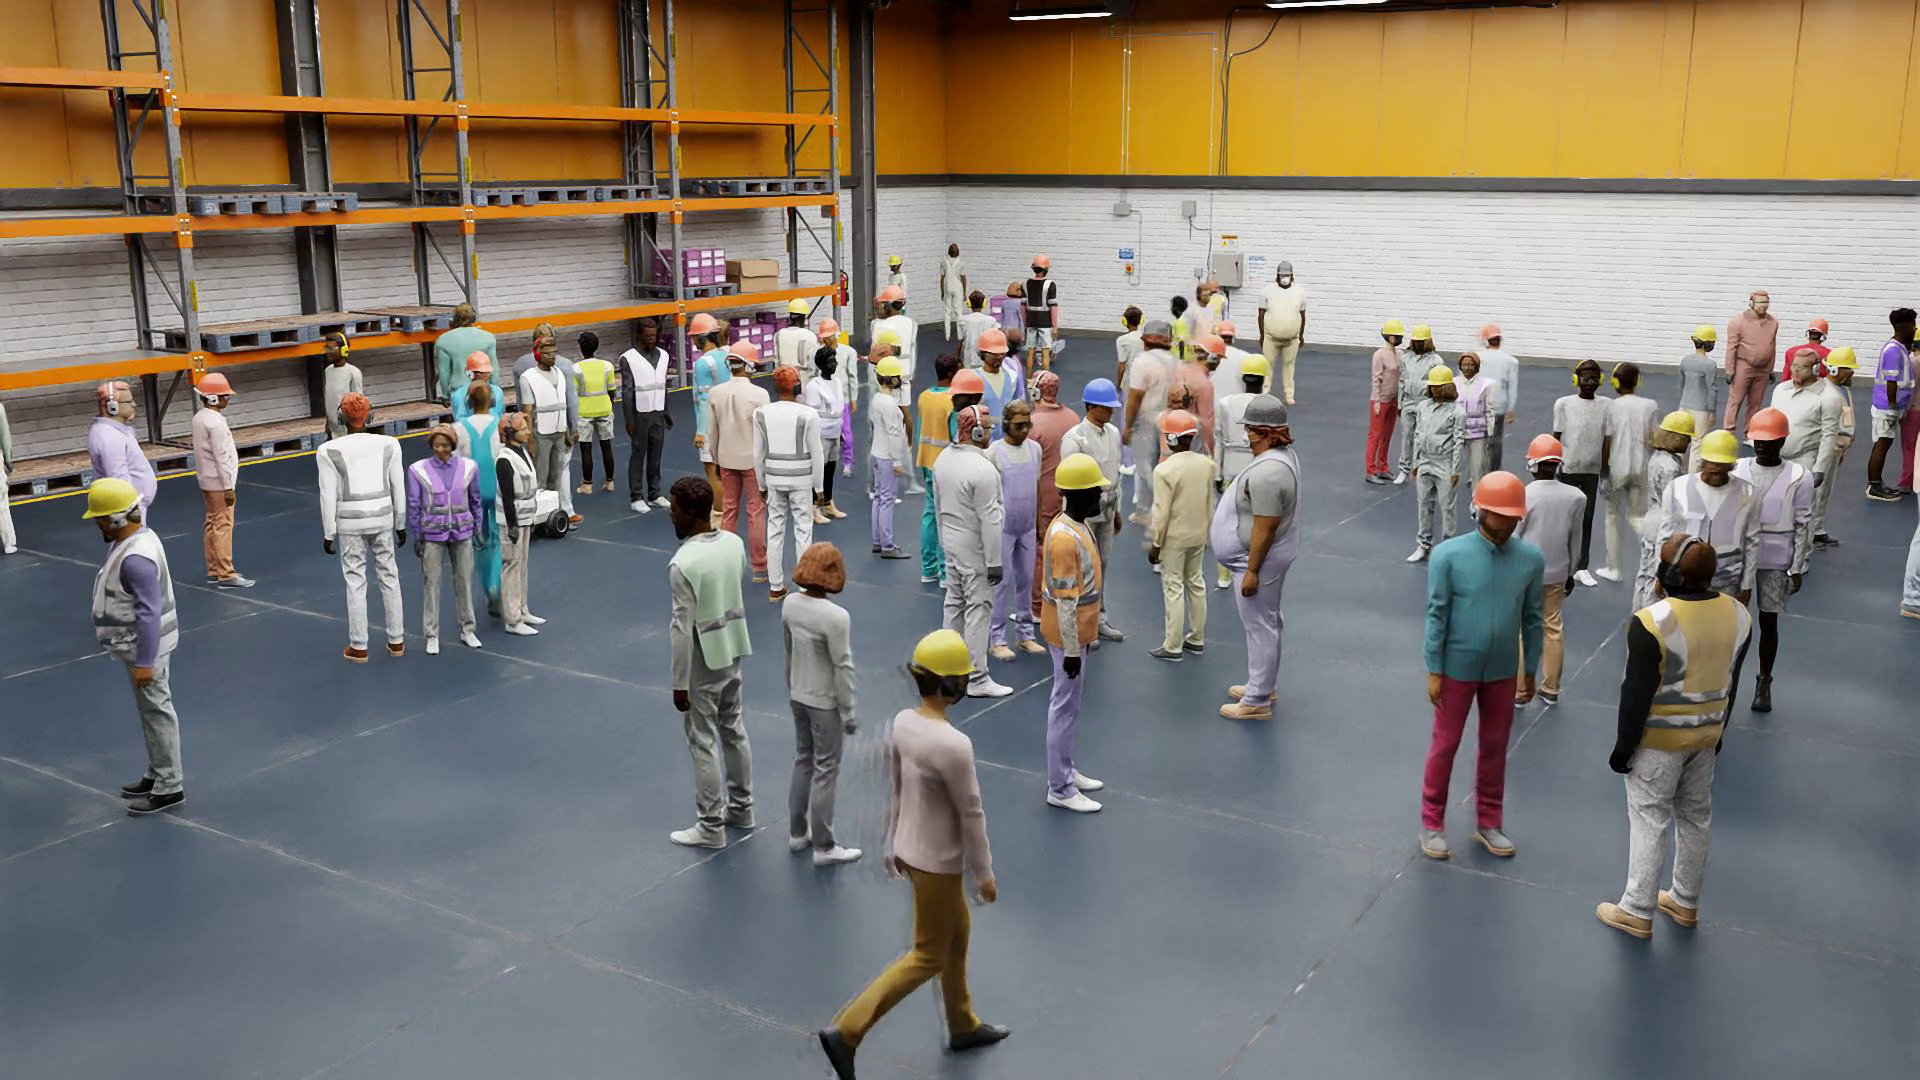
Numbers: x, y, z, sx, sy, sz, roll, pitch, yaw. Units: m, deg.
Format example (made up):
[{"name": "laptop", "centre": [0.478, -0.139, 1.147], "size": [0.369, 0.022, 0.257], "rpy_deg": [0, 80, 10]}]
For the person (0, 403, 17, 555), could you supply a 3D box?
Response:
[{"name": "person", "centre": [-8.544, -0.650, 14.506], "size": [0.523, 1.640, 0.306], "rpy_deg": [-10, 16, -37]}]

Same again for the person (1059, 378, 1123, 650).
[{"name": "person", "centre": [0.953, -0.191, 11.859], "size": [0.417, 1.940, 0.607], "rpy_deg": [11, 17, 41]}]

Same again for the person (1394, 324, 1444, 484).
[{"name": "person", "centre": [4.869, -1.425, 17.669], "size": [0.484, 1.736, 0.342], "rpy_deg": [9, 16, 35]}]

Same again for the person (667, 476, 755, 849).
[{"name": "person", "centre": [-1.261, 0.619, 8.416], "size": [0.384, 1.910, 0.596], "rpy_deg": [6, 14, 24]}]

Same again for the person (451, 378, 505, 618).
[{"name": "person", "centre": [-3.600, -0.314, 12.677], "size": [0.515, 1.822, 0.800], "rpy_deg": [-2, 13, -8]}]

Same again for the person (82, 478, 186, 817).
[{"name": "person", "centre": [-4.380, 0.560, 8.862], "size": [0.404, 1.821, 0.588], "rpy_deg": [-7, 15, -27]}]

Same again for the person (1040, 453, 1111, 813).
[{"name": "person", "centre": [0.614, 0.488, 8.933], "size": [0.361, 1.930, 0.588], "rpy_deg": [2, 13, 7]}]

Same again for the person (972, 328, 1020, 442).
[{"name": "person", "centre": [0.276, -0.802, 14.279], "size": [0.615, 2.041, 0.392], "rpy_deg": [-8, 15, -31]}]

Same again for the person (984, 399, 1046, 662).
[{"name": "person", "centre": [0.373, -0.071, 11.568], "size": [0.511, 1.838, 0.351], "rpy_deg": [-9, 16, -35]}]

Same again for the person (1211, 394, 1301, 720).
[{"name": "person", "centre": [1.834, 0.096, 10.390], "size": [0.538, 2.000, 0.683], "rpy_deg": [4, 14, 18]}]

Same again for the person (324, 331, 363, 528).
[{"name": "person", "centre": [-5.778, -1.015, 15.572], "size": [0.513, 1.877, 0.328], "rpy_deg": [8, 15, 31]}]

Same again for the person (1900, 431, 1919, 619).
[{"name": "person", "centre": [7.434, -0.396, 12.615], "size": [0.383, 1.995, 0.622], "rpy_deg": [8, 15, 32]}]

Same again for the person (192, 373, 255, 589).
[{"name": "person", "centre": [-6.016, -0.487, 13.550], "size": [0.343, 1.749, 0.573], "rpy_deg": [-11, 17, -38]}]

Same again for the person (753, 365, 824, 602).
[{"name": "person", "centre": [-1.327, -0.430, 13.019], "size": [0.574, 1.883, 0.356], "rpy_deg": [4, 13, 16]}]

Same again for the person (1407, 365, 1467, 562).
[{"name": "person", "centre": [4.072, -0.631, 14.221], "size": [0.335, 1.734, 0.482], "rpy_deg": [-10, 16, -36]}]

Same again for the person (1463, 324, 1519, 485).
[{"name": "person", "centre": [5.656, -1.452, 17.846], "size": [0.602, 1.722, 0.799], "rpy_deg": [3, 13, 14]}]

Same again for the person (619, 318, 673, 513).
[{"name": "person", "centre": [-3.106, -1.245, 16.477], "size": [0.371, 1.915, 0.597], "rpy_deg": [9, 16, 35]}]

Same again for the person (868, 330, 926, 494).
[{"name": "person", "centre": [-0.670, -1.286, 17.086], "size": [0.715, 1.718, 0.503], "rpy_deg": [9, 16, 35]}]

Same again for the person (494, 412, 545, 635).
[{"name": "person", "centre": [-3.257, -0.128, 12.237], "size": [0.312, 1.642, 0.512], "rpy_deg": [0, 13, -1]}]

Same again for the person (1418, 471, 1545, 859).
[{"name": "person", "centre": [2.587, 0.627, 8.226], "size": [0.608, 1.985, 0.414], "rpy_deg": [-1, 13, -6]}]

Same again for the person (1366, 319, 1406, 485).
[{"name": "person", "centre": [4.594, -1.487, 17.856], "size": [0.523, 1.769, 0.322], "rpy_deg": [-12, 18, -42]}]

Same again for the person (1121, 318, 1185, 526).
[{"name": "person", "centre": [1.888, -1.090, 15.532], "size": [0.830, 2.000, 0.722], "rpy_deg": [13, 18, 43]}]

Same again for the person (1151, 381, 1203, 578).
[{"name": "person", "centre": [1.808, -0.500, 13.856], "size": [0.310, 1.638, 0.523], "rpy_deg": [-11, 17, -40]}]

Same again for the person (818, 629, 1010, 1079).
[{"name": "person", "centre": [-0.173, 1.201, 6.272], "size": [0.781, 1.735, 0.530], "rpy_deg": [-6, 14, -24]}]

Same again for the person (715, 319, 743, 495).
[{"name": "person", "centre": [-2.426, -1.336, 17.031], "size": [0.345, 1.846, 0.508], "rpy_deg": [6, 14, 23]}]

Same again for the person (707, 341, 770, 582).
[{"name": "person", "centre": [-1.773, -0.643, 13.710], "size": [0.608, 1.987, 0.393], "rpy_deg": [6, 14, 25]}]

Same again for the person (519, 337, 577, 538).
[{"name": "person", "centre": [-3.830, -0.959, 15.398], "size": [0.373, 1.840, 0.571], "rpy_deg": [6, 14, 24]}]

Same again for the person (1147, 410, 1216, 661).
[{"name": "person", "centre": [1.516, -0.033, 11.578], "size": [0.563, 1.752, 0.341], "rpy_deg": [-10, 17, -38]}]

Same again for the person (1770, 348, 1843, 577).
[{"name": "person", "centre": [6.983, -0.655, 13.942], "size": [0.411, 1.909, 0.643], "rpy_deg": [-7, 15, -27]}]

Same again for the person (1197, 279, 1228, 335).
[{"name": "person", "centre": [3.846, -3.170, 25.434], "size": [0.515, 1.640, 0.315], "rpy_deg": [-3, 13, -12]}]

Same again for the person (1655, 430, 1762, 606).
[{"name": "person", "centre": [4.649, 0.209, 10.380], "size": [0.595, 1.824, 0.403], "rpy_deg": [5, 14, 22]}]

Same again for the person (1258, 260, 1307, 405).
[{"name": "person", "centre": [4.545, -2.915, 23.451], "size": [0.673, 2.000, 0.536], "rpy_deg": [0, 13, 2]}]

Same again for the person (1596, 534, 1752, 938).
[{"name": "person", "centre": [3.175, 0.873, 7.450], "size": [0.627, 1.847, 0.429], "rpy_deg": [-5, 14, -21]}]

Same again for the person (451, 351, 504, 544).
[{"name": "person", "centre": [-4.309, -0.836, 15.060], "size": [0.330, 1.751, 0.565], "rpy_deg": [8, 15, 31]}]

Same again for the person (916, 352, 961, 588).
[{"name": "person", "centre": [-0.143, -0.571, 13.550], "size": [0.389, 1.918, 0.590], "rpy_deg": [-9, 16, -33]}]

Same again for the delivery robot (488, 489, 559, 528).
[{"name": "delivery robot", "centre": [-3.981, -0.295, 15.134], "size": [0.477, 0.478, 0.707], "rpy_deg": [6, 14, 24]}]

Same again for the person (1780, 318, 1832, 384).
[{"name": "person", "centre": [9.289, -1.555, 18.213], "size": [0.574, 1.740, 0.348], "rpy_deg": [9, 16, 34]}]

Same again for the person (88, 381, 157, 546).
[{"name": "person", "centre": [-5.950, -0.184, 11.898], "size": [0.409, 1.907, 0.650], "rpy_deg": [-8, 15, -30]}]

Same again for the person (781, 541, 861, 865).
[{"name": "person", "centre": [-0.692, 0.805, 8.227], "size": [0.279, 1.627, 0.507], "rpy_deg": [-10, 16, -38]}]

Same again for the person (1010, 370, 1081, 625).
[{"name": "person", "centre": [0.620, -0.319, 12.484], "size": [0.410, 1.909, 0.643], "rpy_deg": [11, 17, 40]}]
